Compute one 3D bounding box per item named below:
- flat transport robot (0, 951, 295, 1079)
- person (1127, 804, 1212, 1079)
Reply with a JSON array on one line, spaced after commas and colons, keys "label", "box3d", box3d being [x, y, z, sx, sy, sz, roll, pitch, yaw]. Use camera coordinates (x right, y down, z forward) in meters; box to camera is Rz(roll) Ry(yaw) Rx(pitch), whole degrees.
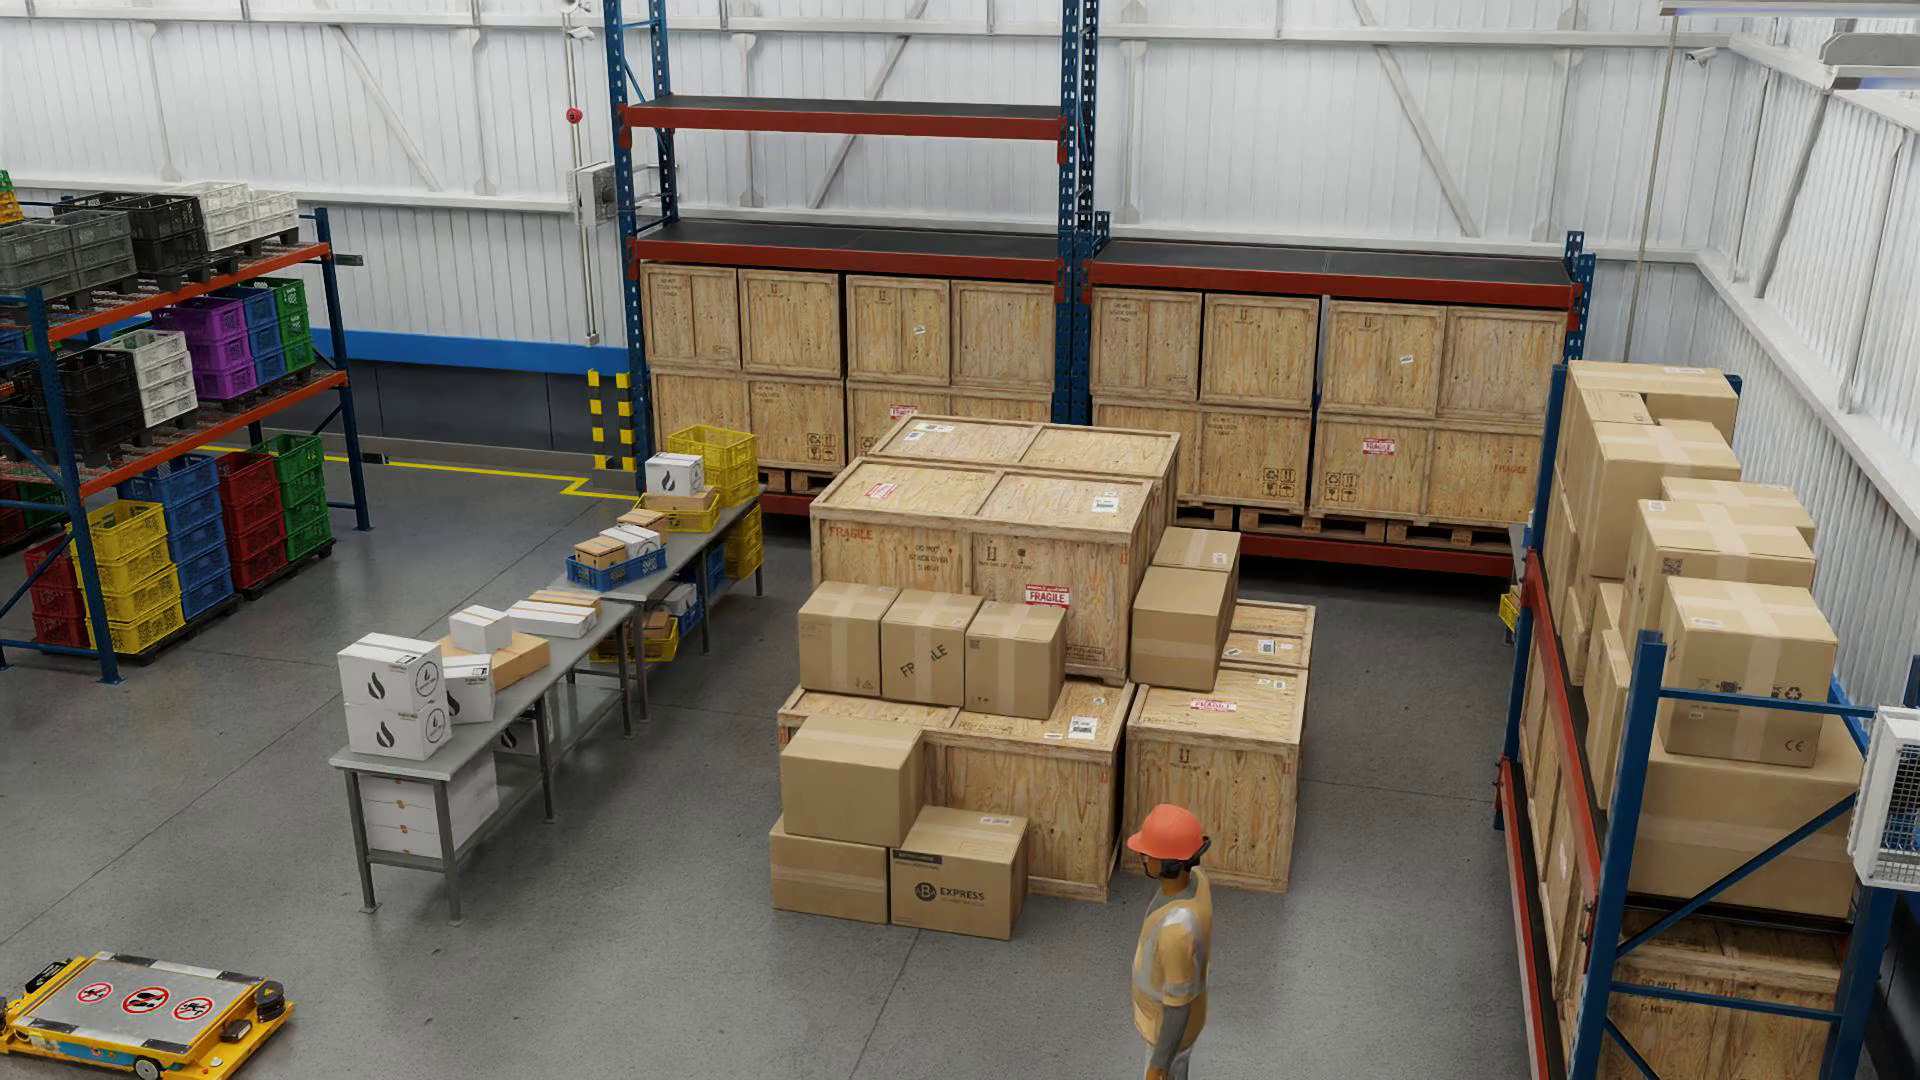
[{"label": "flat transport robot", "box3d": [-4.270, 2.464, 8.601, 1.431, 0.231, 0.659, 5, 22, 13]}, {"label": "person", "box3d": [0.874, 2.056, 7.183, 0.370, 2.042, 0.613, 4, 21, 10]}]
